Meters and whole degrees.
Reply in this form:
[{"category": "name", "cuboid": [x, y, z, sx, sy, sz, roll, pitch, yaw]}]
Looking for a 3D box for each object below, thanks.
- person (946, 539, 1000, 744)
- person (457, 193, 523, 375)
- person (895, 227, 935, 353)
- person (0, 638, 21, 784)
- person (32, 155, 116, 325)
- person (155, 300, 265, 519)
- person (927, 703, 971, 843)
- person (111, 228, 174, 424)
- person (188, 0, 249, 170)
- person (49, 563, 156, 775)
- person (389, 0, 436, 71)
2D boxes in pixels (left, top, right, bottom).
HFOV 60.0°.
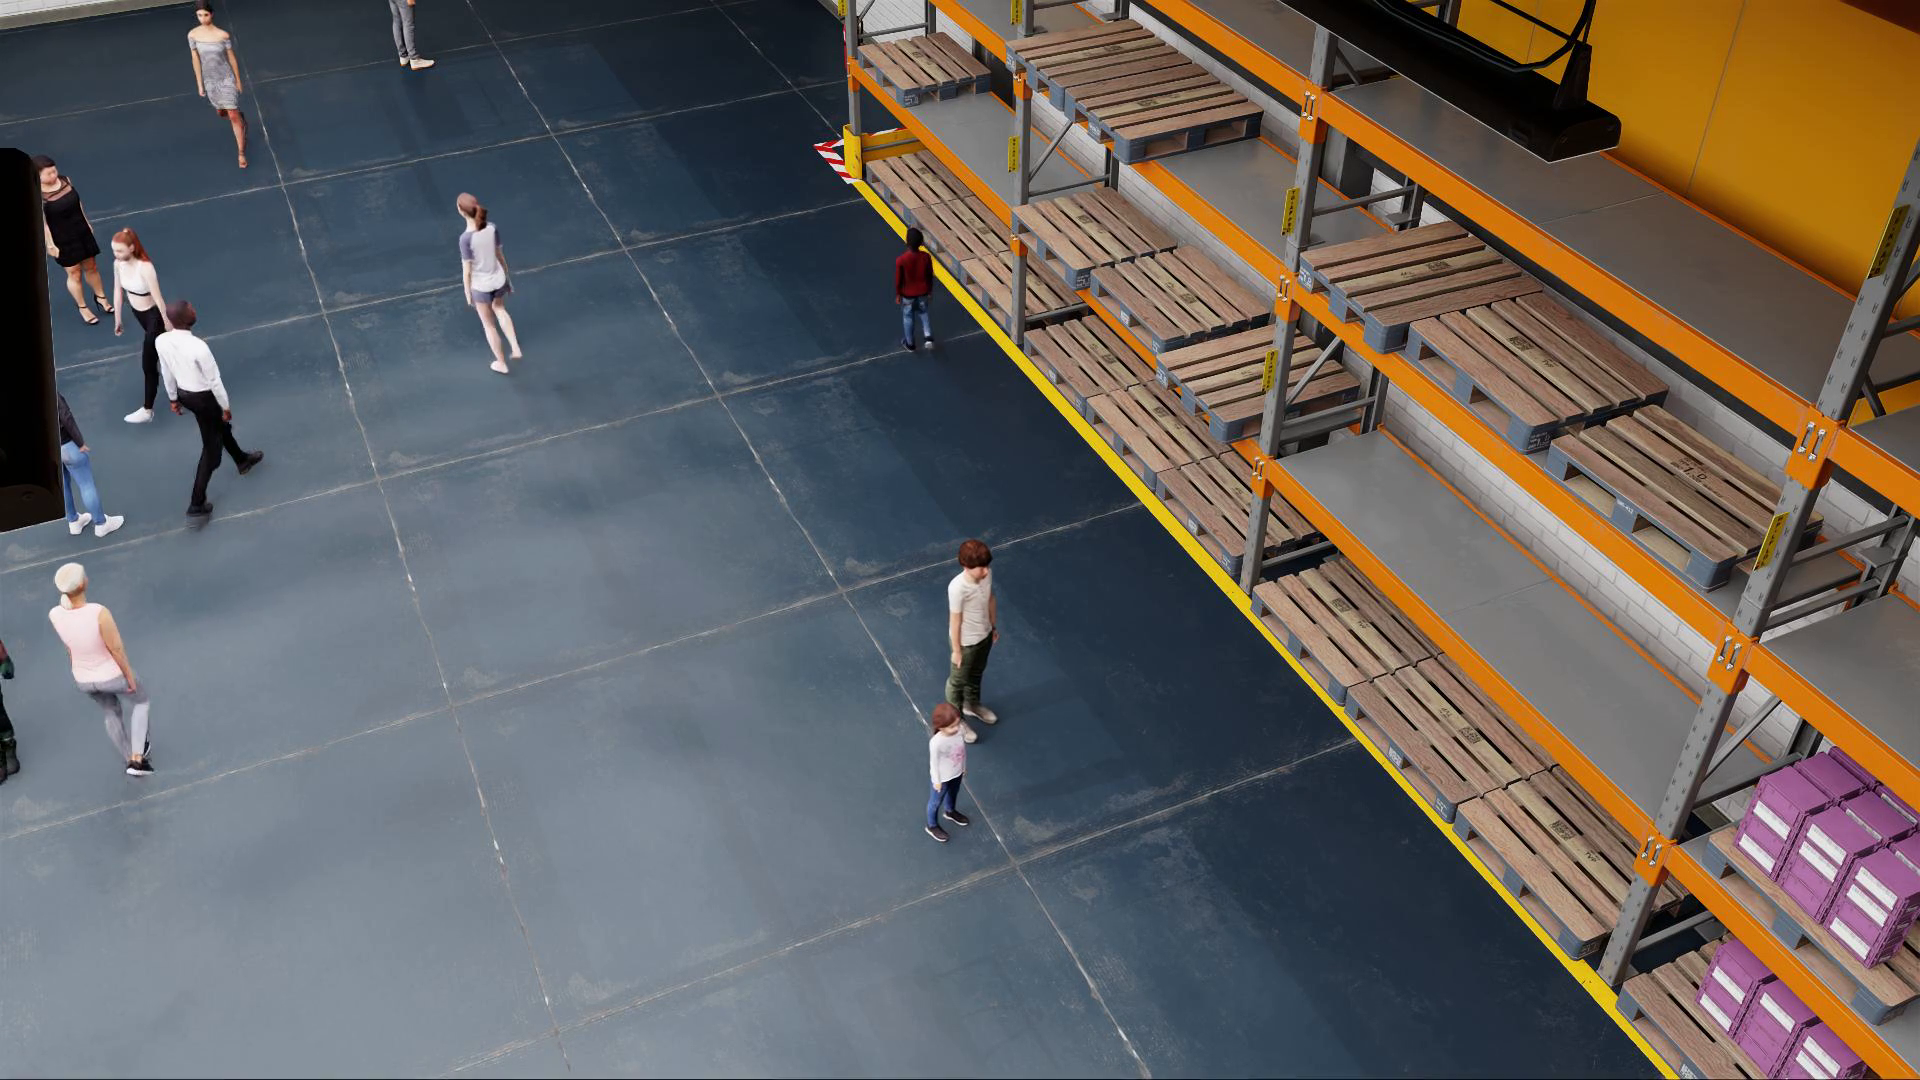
[{"category": "person", "cuboid": [0.073, 0.646, 11.227, 0.655, 1.653, 0.643, 25, 45, 27]}, {"category": "person", "cuboid": [-4.133, -2.234, 14.752, 0.734, 1.755, 0.701, 30, 47, 32]}, {"category": "person", "cuboid": [-0.393, -2.248, 15.177, 0.502, 1.245, 0.584, -16, 41, -19]}, {"category": "person", "cuboid": [-6.554, 0.795, 10.900, 0.749, 1.828, 0.716, -22, 44, -25]}, {"category": "person", "cuboid": [-8.322, -2.815, 15.517, 0.805, 1.708, 0.746, 13, 40, 16]}, {"category": "person", "cuboid": [-6.057, -1.009, 13.196, 1.205, 1.783, 1.301, 9, 40, 12]}, {"category": "person", "cuboid": [-0.089, 1.455, 10.649, 0.541, 1.110, 0.503, 30, 48, 32]}, {"category": "person", "cuboid": [-6.929, -1.932, 14.419, 1.148, 1.698, 1.070, 21, 43, 24]}, {"category": "person", "cuboid": [-8.076, -5.015, 18.201, 0.823, 1.797, 1.102, -4, 39, -6]}, {"category": "person", "cuboid": [-5.596, 0.935, 10.822, 0.706, 1.708, 0.809, -3, 39, -4]}, {"category": "person", "cuboid": [-6.838, -6.687, 20.213, 0.638, 1.897, 0.788, 30, 47, 32]}]
